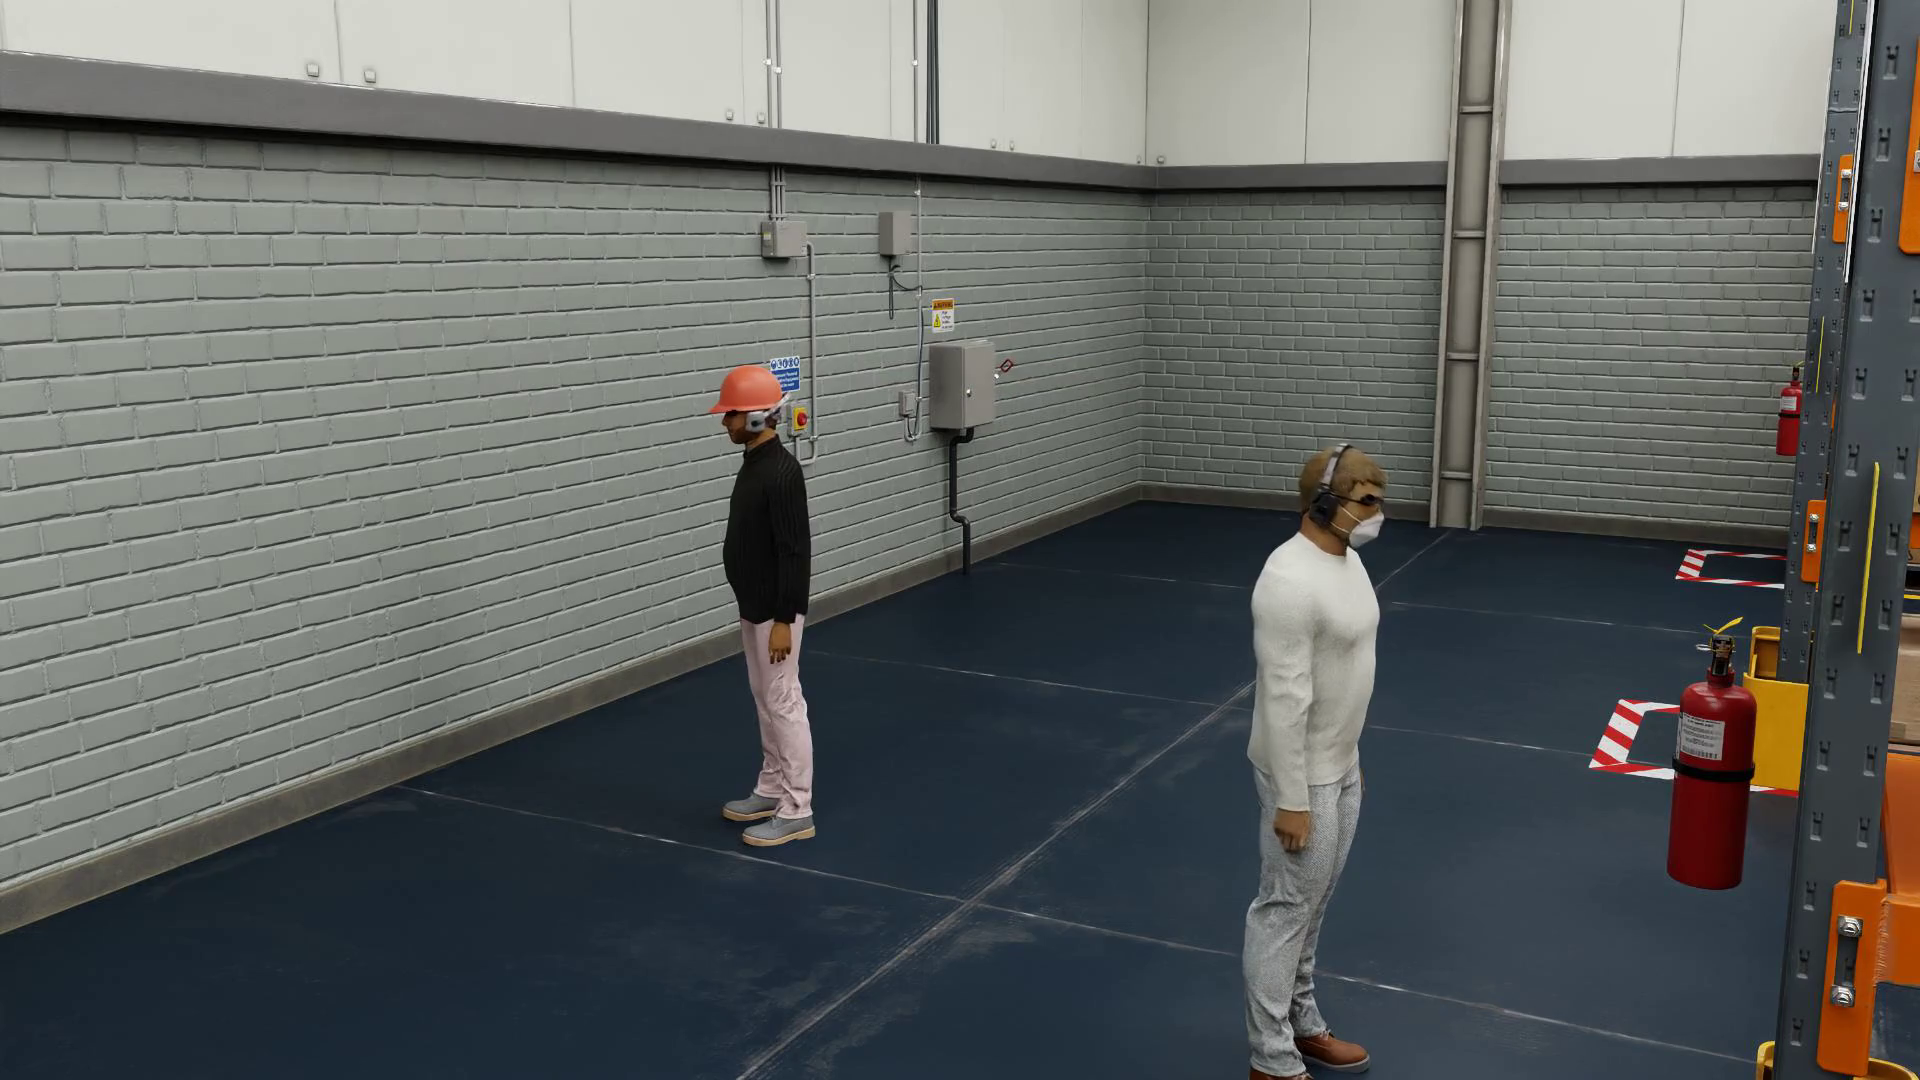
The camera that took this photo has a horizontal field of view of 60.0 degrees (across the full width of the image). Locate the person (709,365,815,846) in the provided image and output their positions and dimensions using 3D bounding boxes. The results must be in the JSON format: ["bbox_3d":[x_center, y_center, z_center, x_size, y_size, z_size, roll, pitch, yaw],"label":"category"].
[{"bbox_3d":[-0.817,0.269,6.908,0.396,1.990,0.621,-4,11,-20],"label":"person"}]

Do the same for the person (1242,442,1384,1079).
[{"bbox_3d":[1.032,0.678,4.833,0.370,1.938,0.627,5,12,27],"label":"person"}]
